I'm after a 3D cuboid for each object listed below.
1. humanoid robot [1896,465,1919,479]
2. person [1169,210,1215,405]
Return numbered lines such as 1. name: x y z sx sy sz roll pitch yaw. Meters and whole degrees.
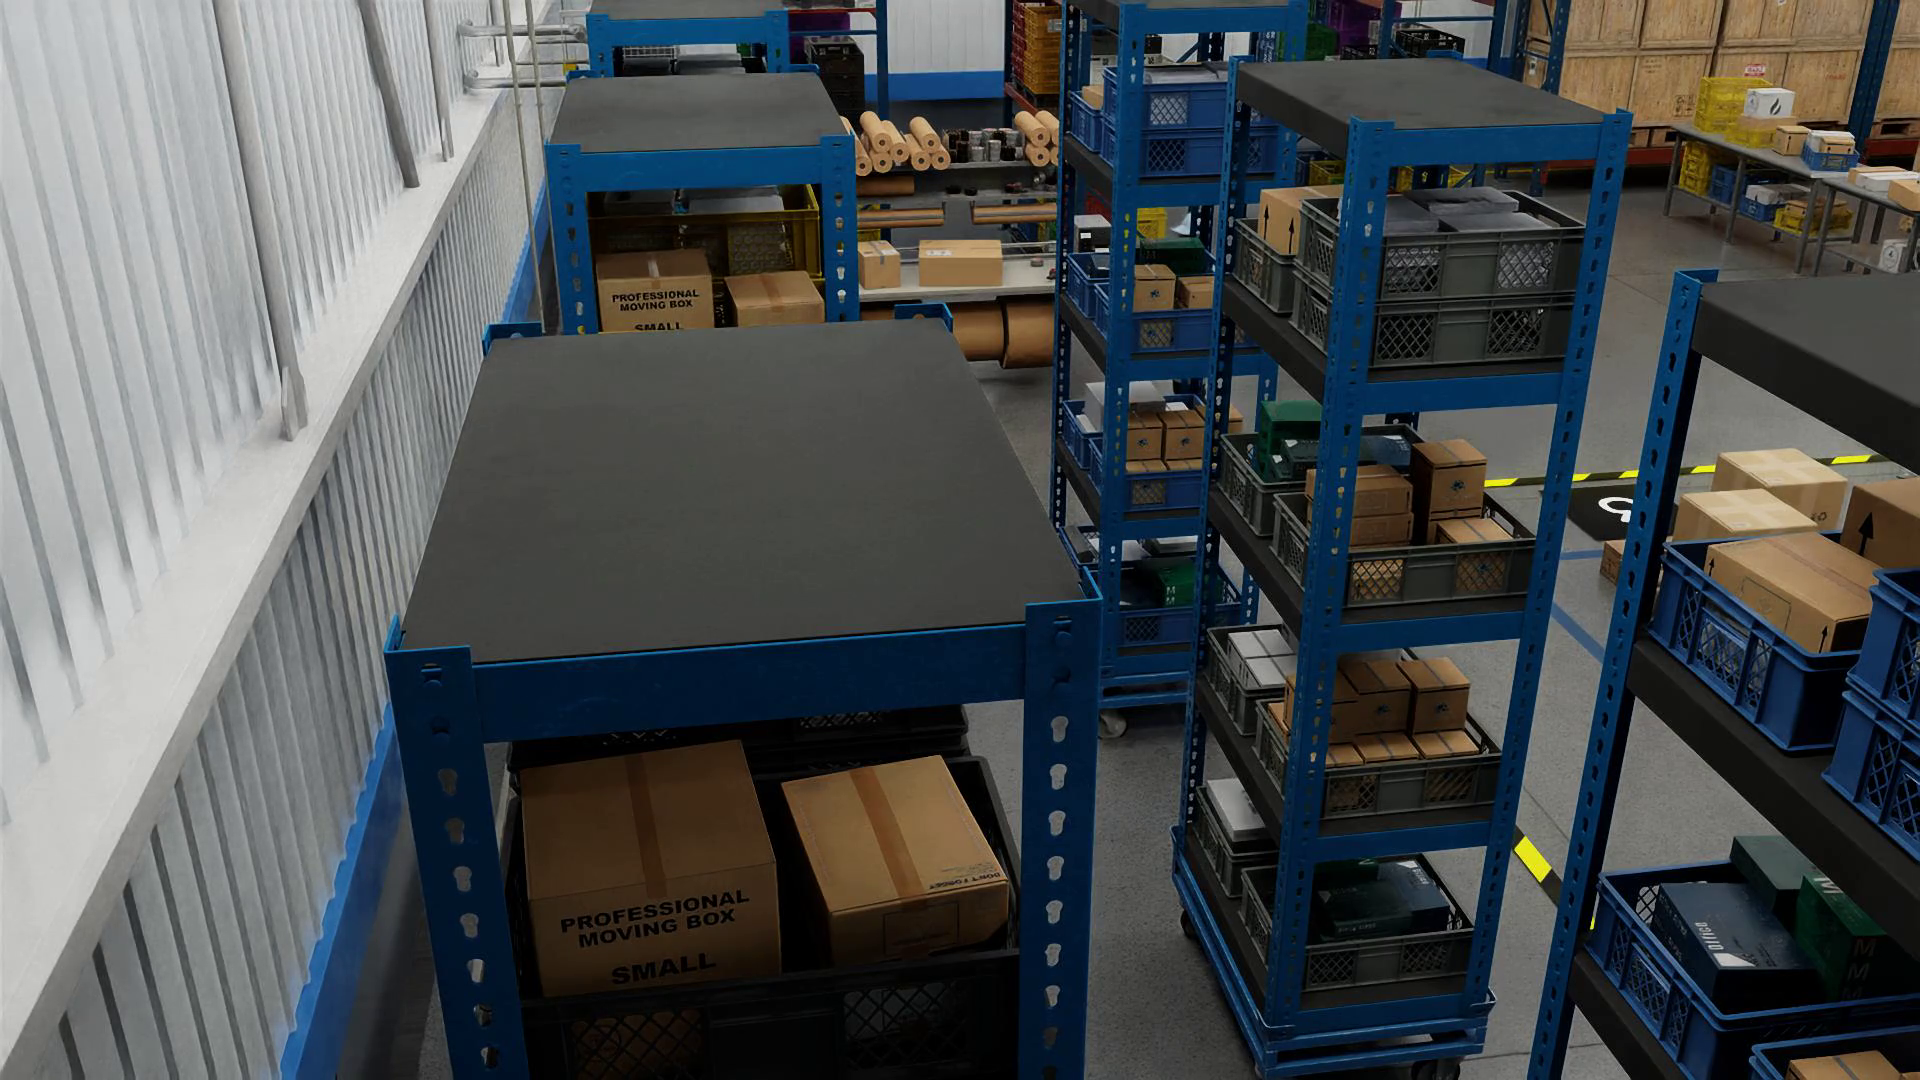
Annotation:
1. humanoid robot: 6.426 -1.144 10.868 0.735 1.677 0.533 -11 27 -22
2. person: 1.535 -1.317 11.266 0.369 1.852 0.595 -5 25 -11
